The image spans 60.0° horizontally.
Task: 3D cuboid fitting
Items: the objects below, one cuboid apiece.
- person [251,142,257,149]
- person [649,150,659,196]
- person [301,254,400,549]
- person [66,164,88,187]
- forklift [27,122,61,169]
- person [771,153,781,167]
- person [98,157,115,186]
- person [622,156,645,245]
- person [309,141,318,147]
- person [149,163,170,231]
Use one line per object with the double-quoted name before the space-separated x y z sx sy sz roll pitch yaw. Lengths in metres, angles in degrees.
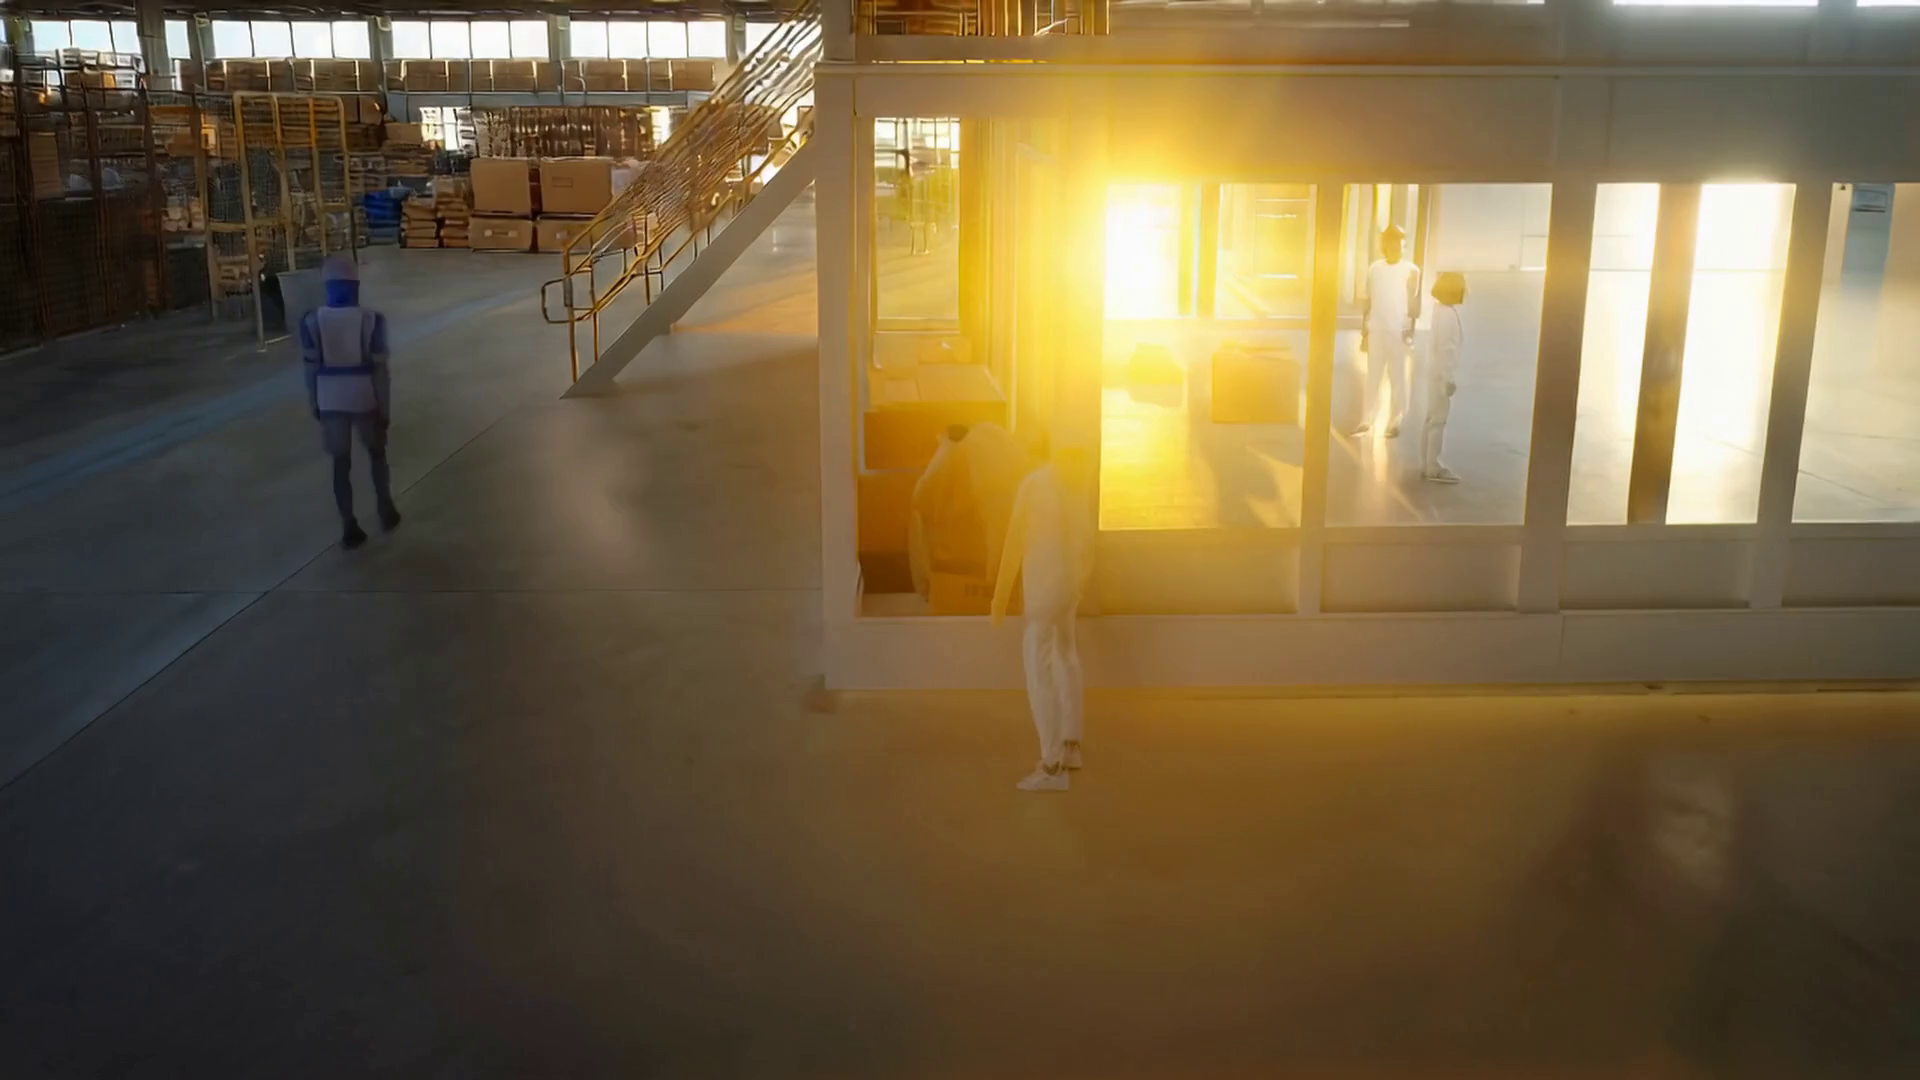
"person" -32.129 -17.256 76.234 0.960 1.941 0.630 11 18 38
"person" -11.912 -14.248 64.605 0.711 1.736 0.532 -7 16 -27
"person" -4.035 -0.936 11.061 0.547 1.907 0.842 -2 14 -9
"person" -24.288 -9.477 45.672 0.546 1.653 0.829 0 14 2
"forklift" -35.376 -14.773 64.377 1.129 2.768 1.873 -1 14 -2
"person" -8.376 -16.936 75.174 0.513 1.814 0.625 10 17 36
"person" -24.618 -10.090 47.836 0.627 1.800 0.807 -1 14 -2
"person" -7.401 -7.757 38.066 0.641 2.023 0.647 5 15 21
"person" -36.352 -21.533 93.539 0.630 1.831 0.429 -4 15 -15
"person" -15.564 -6.319 32.421 0.429 1.983 0.640 -11 18 -38
